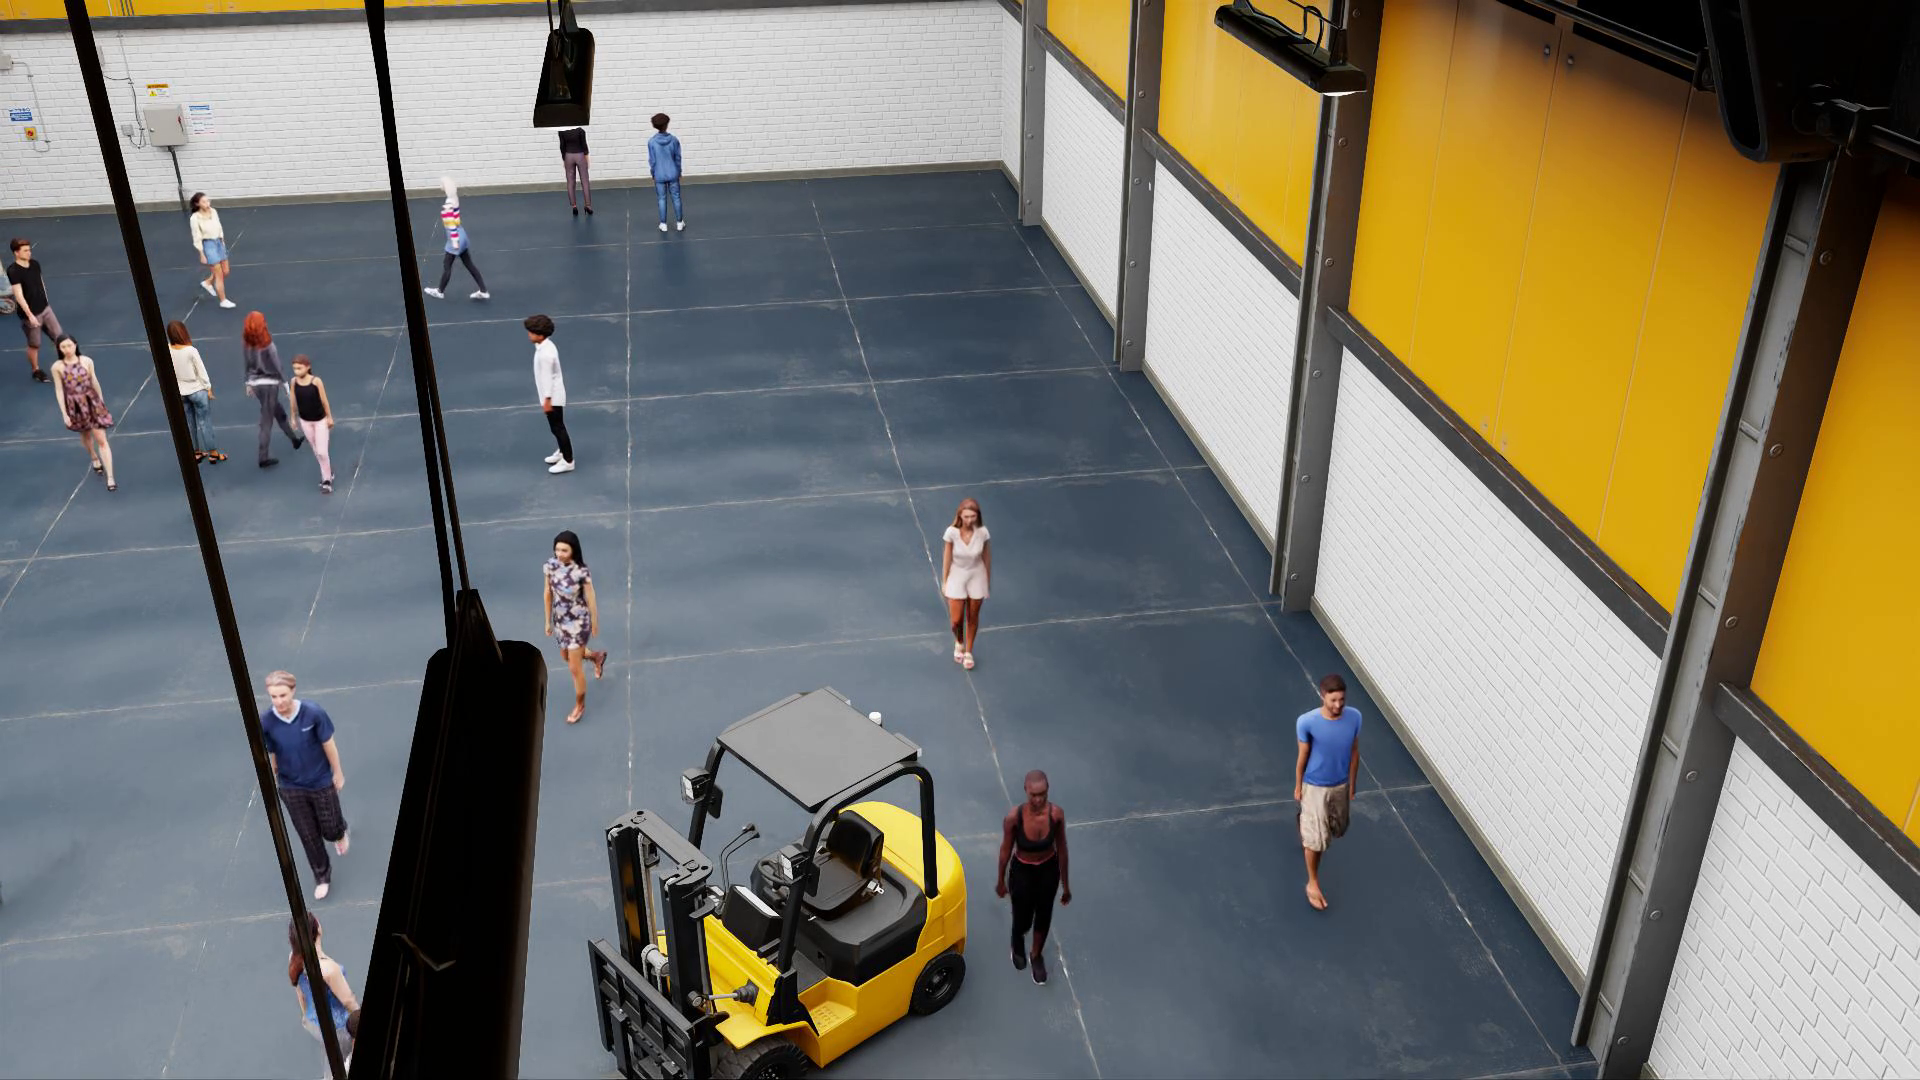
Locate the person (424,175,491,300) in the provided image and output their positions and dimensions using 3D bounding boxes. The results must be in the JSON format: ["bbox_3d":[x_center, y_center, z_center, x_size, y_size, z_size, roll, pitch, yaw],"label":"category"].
[{"bbox_3d":[-6.845,-4.122,22.899,0.879,1.756,1.105,0,29,1],"label":"person"}]

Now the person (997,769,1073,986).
[{"bbox_3d":[0.488,2.213,11.293,0.636,1.749,0.644,-7,29,-13],"label":"person"}]

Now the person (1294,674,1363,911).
[{"bbox_3d":[2.626,1.724,12.094,0.647,1.841,1.027,-5,29,-10],"label":"person"}]

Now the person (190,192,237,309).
[{"bbox_3d":[-10.302,-3.976,22.773,0.906,1.621,0.879,10,30,17],"label":"person"}]

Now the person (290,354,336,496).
[{"bbox_3d":[-6.946,-1.307,17.961,0.663,1.544,0.845,2,29,3],"label":"person"}]

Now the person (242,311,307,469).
[{"bbox_3d":[-7.698,-1.607,18.306,0.957,1.739,1.112,11,30,19],"label":"person"}]

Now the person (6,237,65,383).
[{"bbox_3d":[-11.414,-2.800,20.393,1.029,1.835,1.066,9,30,15],"label":"person"}]

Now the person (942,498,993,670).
[{"bbox_3d":[0.054,0.335,14.798,0.606,1.689,0.596,-2,29,-5],"label":"person"}]

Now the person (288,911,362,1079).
[{"bbox_3d":[-3.868,2.988,10.059,1.022,1.569,1.043,24,37,37],"label":"person"}]

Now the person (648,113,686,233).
[{"bbox_3d":[-4.539,-5.680,25.706,0.667,1.803,0.553,-6,29,-10],"label":"person"}]

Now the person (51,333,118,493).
[{"bbox_3d":[-9.466,-1.398,17.949,0.928,1.714,1.254,-17,33,-28],"label":"person"}]

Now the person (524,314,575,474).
[{"bbox_3d":[-4.484,-1.623,18.267,0.712,1.804,0.538,-9,30,-16],"label":"person"}]

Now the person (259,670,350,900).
[{"bbox_3d":[-4.744,1.711,12.100,0.679,1.857,0.824,-6,29,-11],"label":"person"}]

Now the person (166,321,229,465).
[{"bbox_3d":[-8.515,-1.637,18.420,0.693,1.683,0.681,7,29,12],"label":"person"}]

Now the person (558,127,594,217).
[{"bbox_3d":[-6.102,-5.980,26.393,0.630,1.672,0.581,0,29,0],"label":"person"}]

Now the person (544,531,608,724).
[{"bbox_3d":[-3.261,0.673,14.159,0.920,1.708,1.092,10,30,17],"label":"person"}]
